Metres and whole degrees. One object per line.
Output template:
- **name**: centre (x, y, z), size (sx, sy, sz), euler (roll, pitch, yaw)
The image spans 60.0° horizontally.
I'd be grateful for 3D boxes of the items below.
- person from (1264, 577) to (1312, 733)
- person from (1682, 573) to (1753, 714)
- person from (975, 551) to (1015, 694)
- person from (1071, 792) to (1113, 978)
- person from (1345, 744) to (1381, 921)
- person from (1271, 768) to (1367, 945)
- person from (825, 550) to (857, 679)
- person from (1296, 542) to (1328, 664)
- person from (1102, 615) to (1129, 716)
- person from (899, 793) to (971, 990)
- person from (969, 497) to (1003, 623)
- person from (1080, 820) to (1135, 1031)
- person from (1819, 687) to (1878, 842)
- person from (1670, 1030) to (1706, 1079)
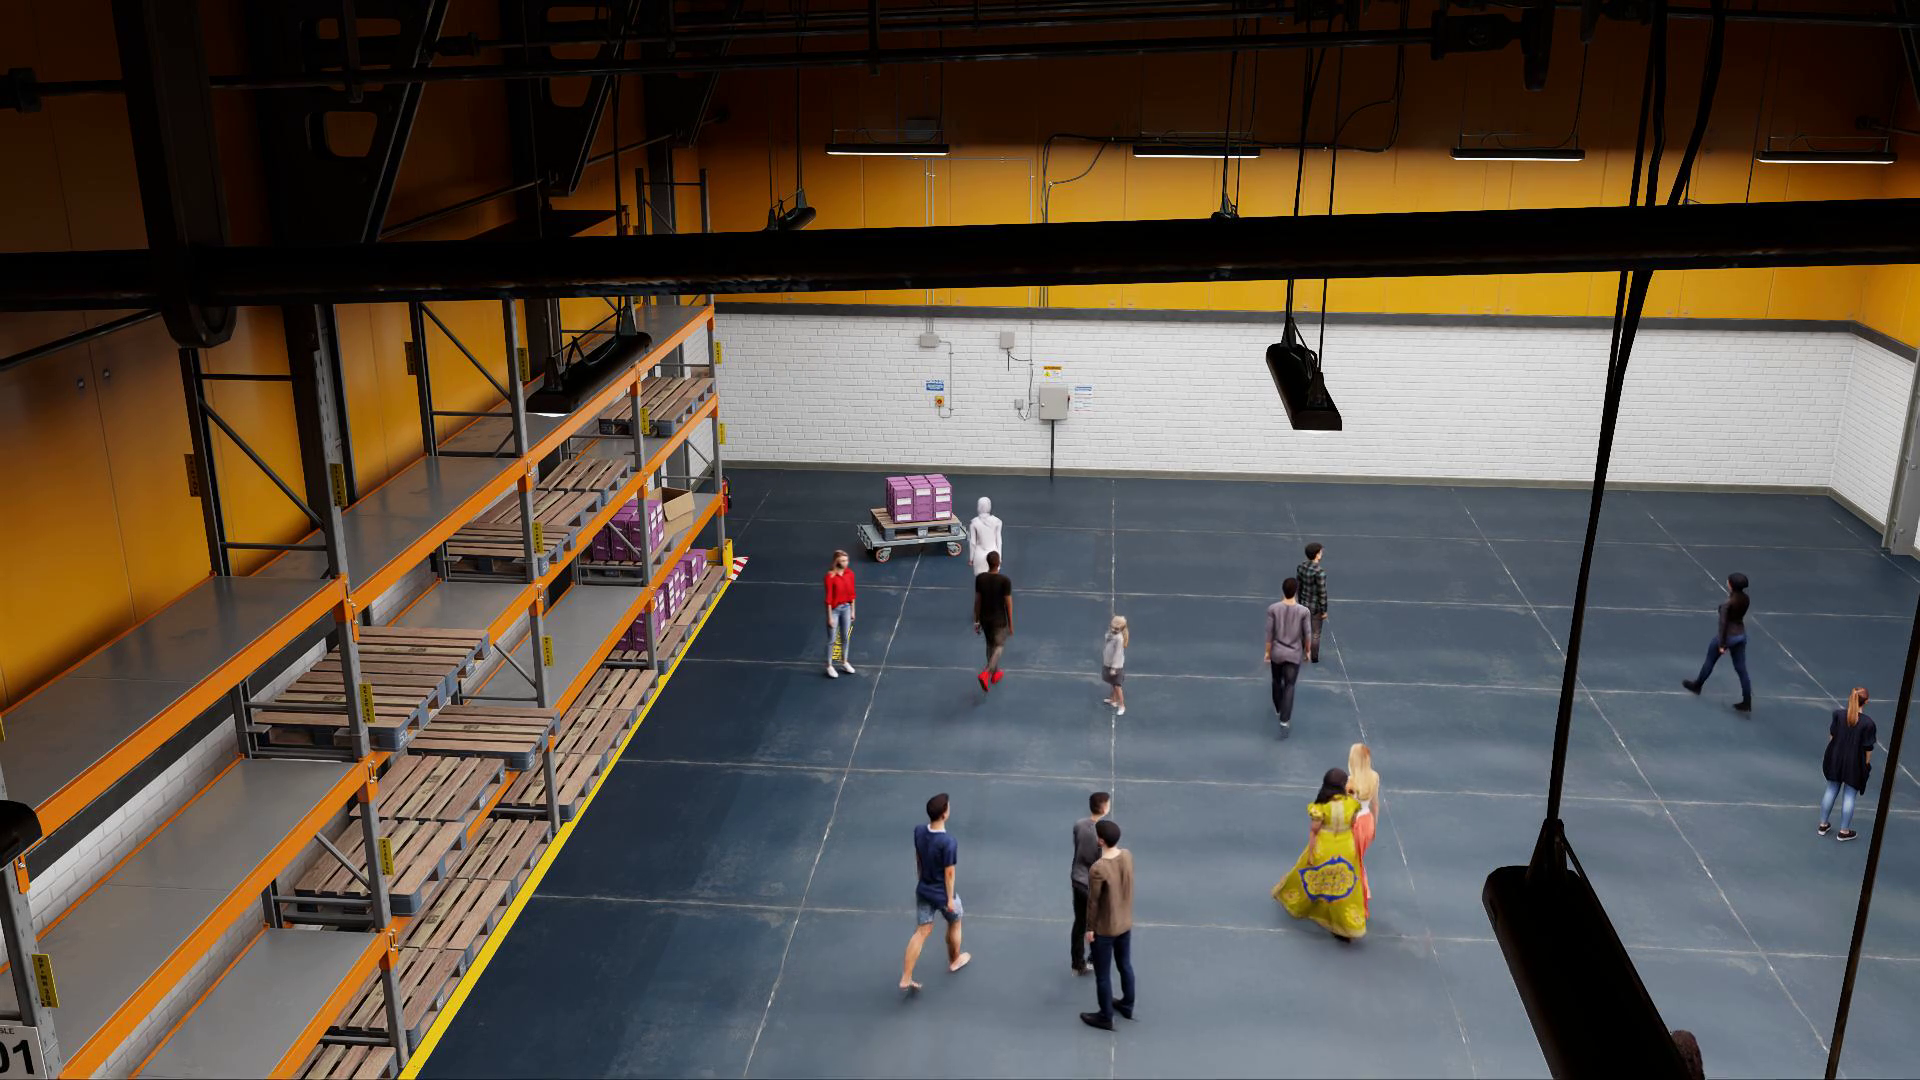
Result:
- **person**: centre (3.850, 1.373, 19.672), size (0.835, 1.821, 1.195), euler (6, 19, 17)
- **person**: centre (9.427, 1.272, 20.170), size (1.016, 1.694, 1.273), euler (-8, 20, -22)
- **person**: centre (0.385, 1.042, 20.715), size (0.886, 1.782, 1.127), euler (8, 20, 23)
- **person**: centre (1.109, 3.086, 14.706), size (0.749, 1.743, 0.792), euler (15, 24, 38)
- **person**: centre (3.765, 2.779, 15.544), size (0.834, 1.790, 0.907), euler (-11, 22, -30)
- **person**: centre (3.484, 2.938, 15.363), size (1.034, 1.605, 1.235), euler (-5, 19, -13)
- **person**: centre (-1.545, 0.920, 21.205), size (0.699, 1.700, 0.747), euler (-13, 23, -34)
- **person**: centre (4.613, 0.836, 21.746), size (0.780, 1.713, 0.712), euler (-12, 22, -31)
- **person**: centre (1.884, 1.469, 20.272), size (0.741, 1.256, 0.537), euler (2, 19, 5)
- **person**: centre (-0.265, 3.105, 14.534), size (1.025, 1.817, 1.214), euler (14, 23, 35)
- **person**: centre (0.356, 0.267, 23.025), size (0.644, 1.776, 0.587), euler (-2, 19, -5)
- **person**: centre (1.283, 3.233, 14.055), size (0.718, 1.881, 0.791), euler (-16, 25, -40)
- **person**: centre (9.153, 2.290, 17.162), size (0.774, 1.684, 0.709), euler (-14, 23, -36)
- **person**: centre (4.920, 4.213, 11.632), size (0.888, 1.569, 1.159), euler (10, 21, 27)
